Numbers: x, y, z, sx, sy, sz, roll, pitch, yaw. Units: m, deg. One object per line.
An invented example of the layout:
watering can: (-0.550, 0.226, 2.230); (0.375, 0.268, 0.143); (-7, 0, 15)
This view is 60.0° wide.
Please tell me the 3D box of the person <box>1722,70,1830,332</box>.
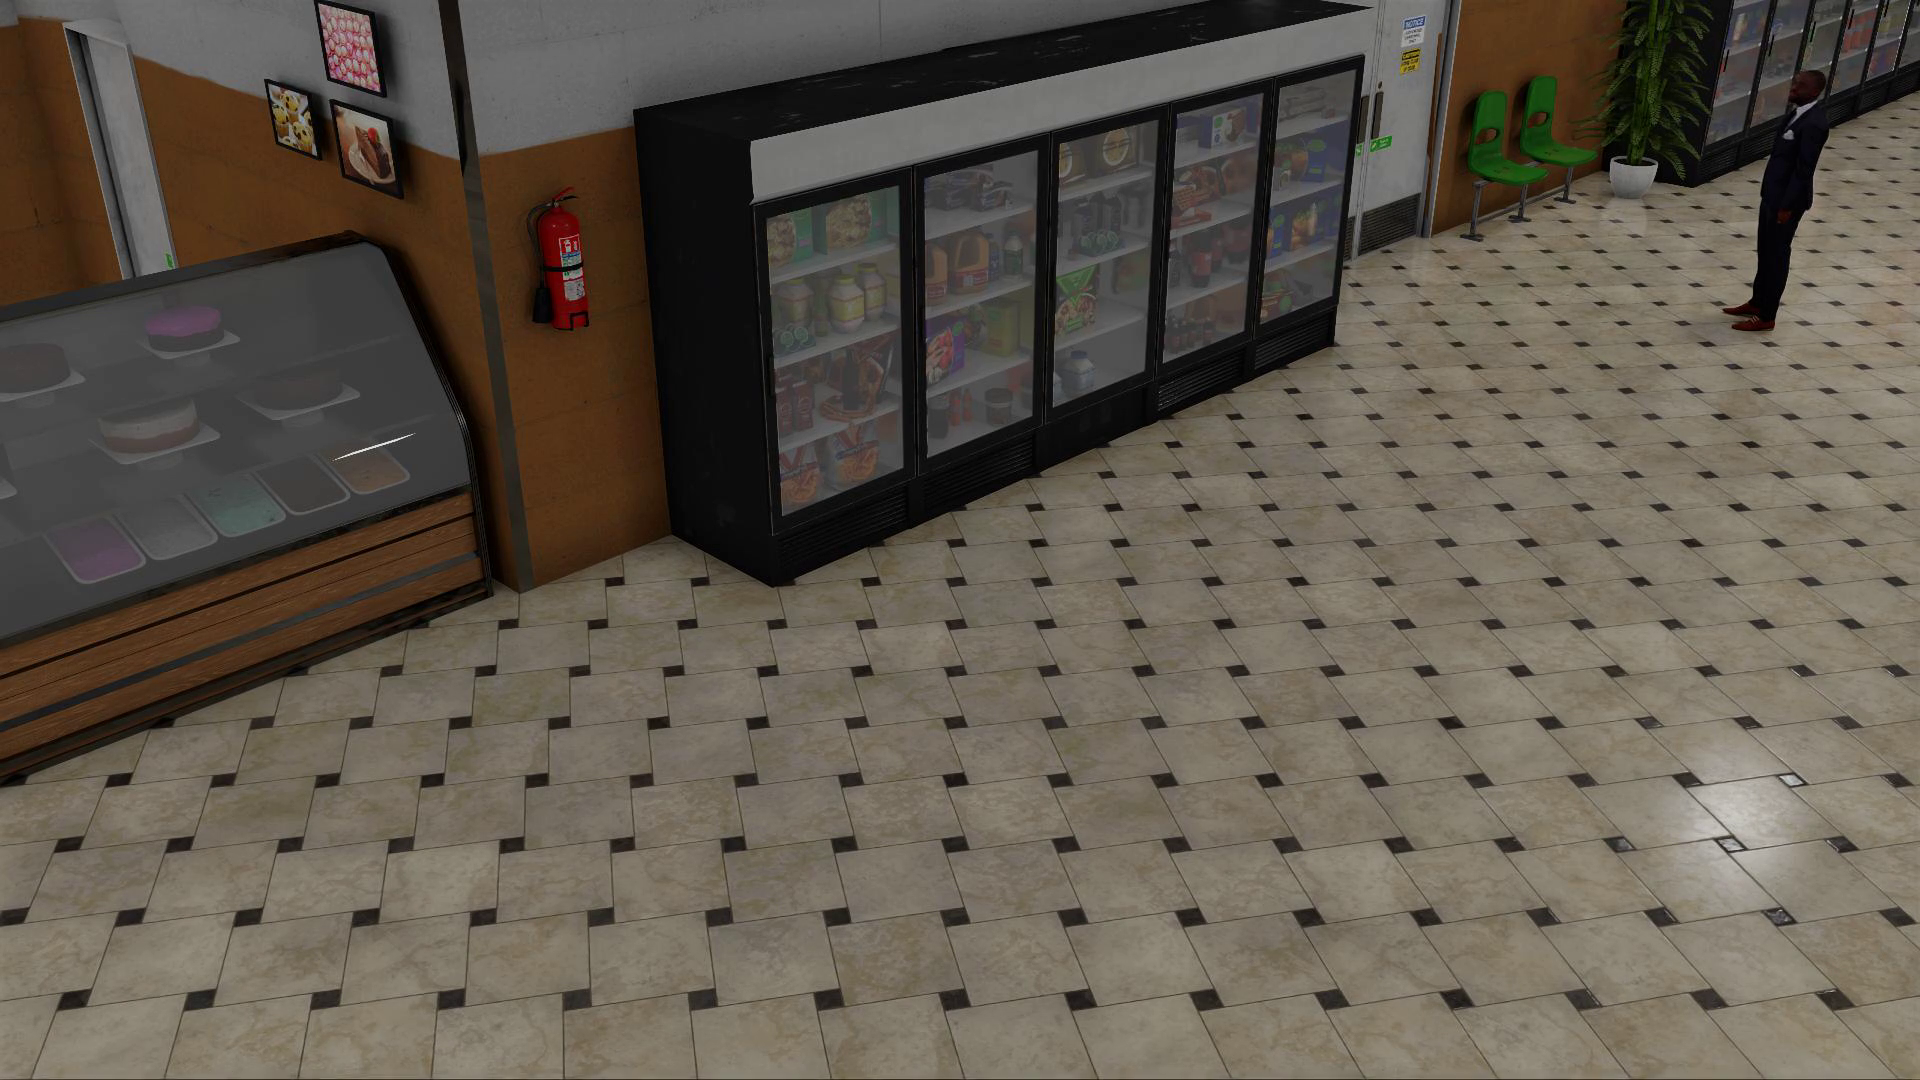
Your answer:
person: (5.817, -2.399, 11.744); (0.798, 1.822, 0.792); (6, 28, 12)
